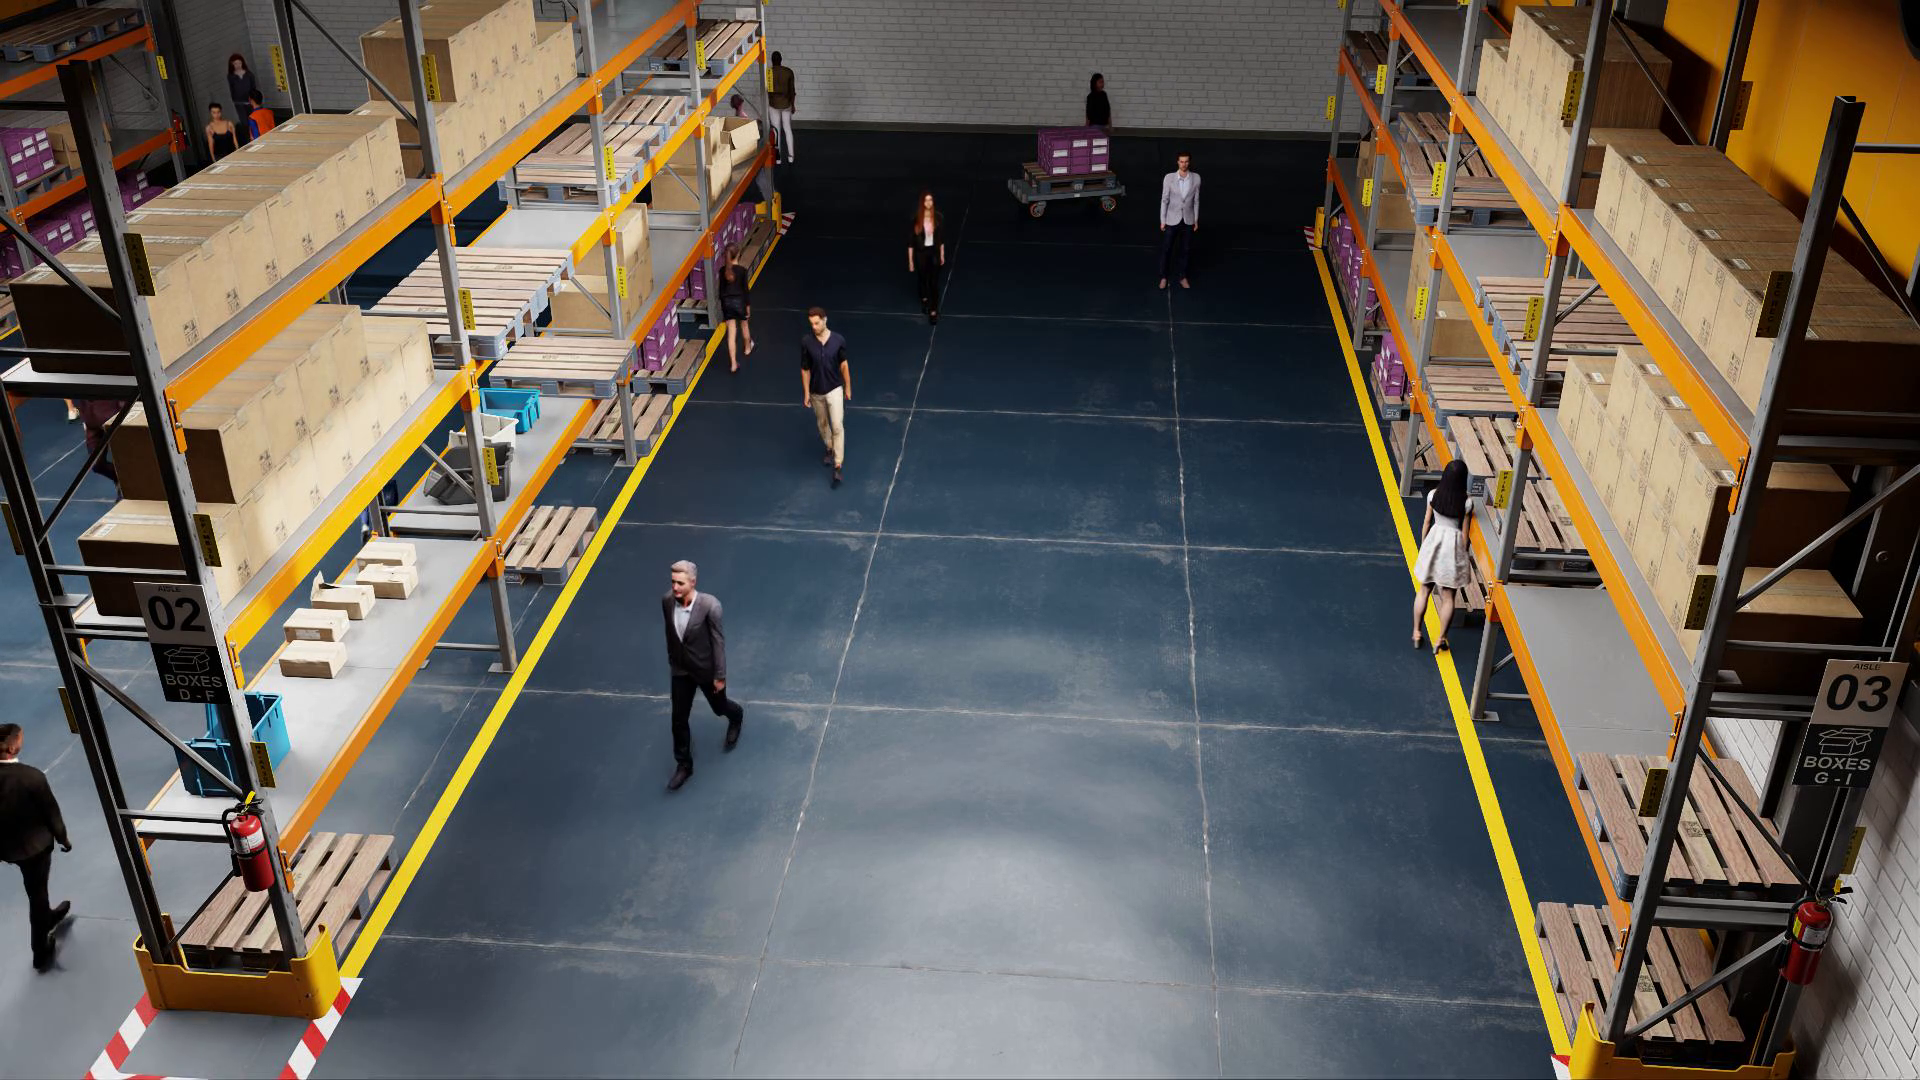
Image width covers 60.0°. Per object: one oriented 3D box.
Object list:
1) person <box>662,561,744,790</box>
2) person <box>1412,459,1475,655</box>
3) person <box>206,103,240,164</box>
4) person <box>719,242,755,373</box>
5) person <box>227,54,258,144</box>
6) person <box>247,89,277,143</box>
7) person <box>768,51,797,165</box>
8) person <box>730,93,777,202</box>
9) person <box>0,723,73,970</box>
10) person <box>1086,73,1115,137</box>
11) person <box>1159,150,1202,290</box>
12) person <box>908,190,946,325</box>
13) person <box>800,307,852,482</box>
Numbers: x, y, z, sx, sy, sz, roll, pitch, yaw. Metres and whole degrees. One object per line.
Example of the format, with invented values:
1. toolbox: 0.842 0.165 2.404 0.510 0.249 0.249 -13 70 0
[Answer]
1. person: -1.945 0.939 12.625 0.909 1.804 1.243 9 30 16
2. person: 4.110 0.137 14.130 0.774 1.769 0.795 18 33 30
3. person: -10.995 -5.708 24.911 0.860 1.707 0.971 -15 32 -26
4. person: -2.677 -2.732 19.650 0.549 1.519 1.022 2 29 4
5. person: -11.857 -7.185 27.581 0.901 1.742 1.078 -12 31 -21
6. person: -10.417 -5.833 24.976 0.797 1.863 0.596 7 29 13
7. person: -2.962 -7.129 27.392 0.795 1.825 0.734 -8 30 -14
8. person: -3.176 -5.843 25.150 0.680 1.715 1.148 4 29 6
9. person: -6.047 2.016 10.681 0.772 1.774 0.857 -2 29 -3
10. person: 2.141 -6.596 26.592 1.101 1.655 1.089 -25 38 -38
11. person: 2.923 -4.274 22.129 0.696 1.853 0.605 -1 29 -1
12. person: -0.428 -3.617 21.122 0.776 1.665 1.196 -3 29 -5
13. person: -1.398 -1.580 17.240 0.726 1.805 1.093 0 29 -1
